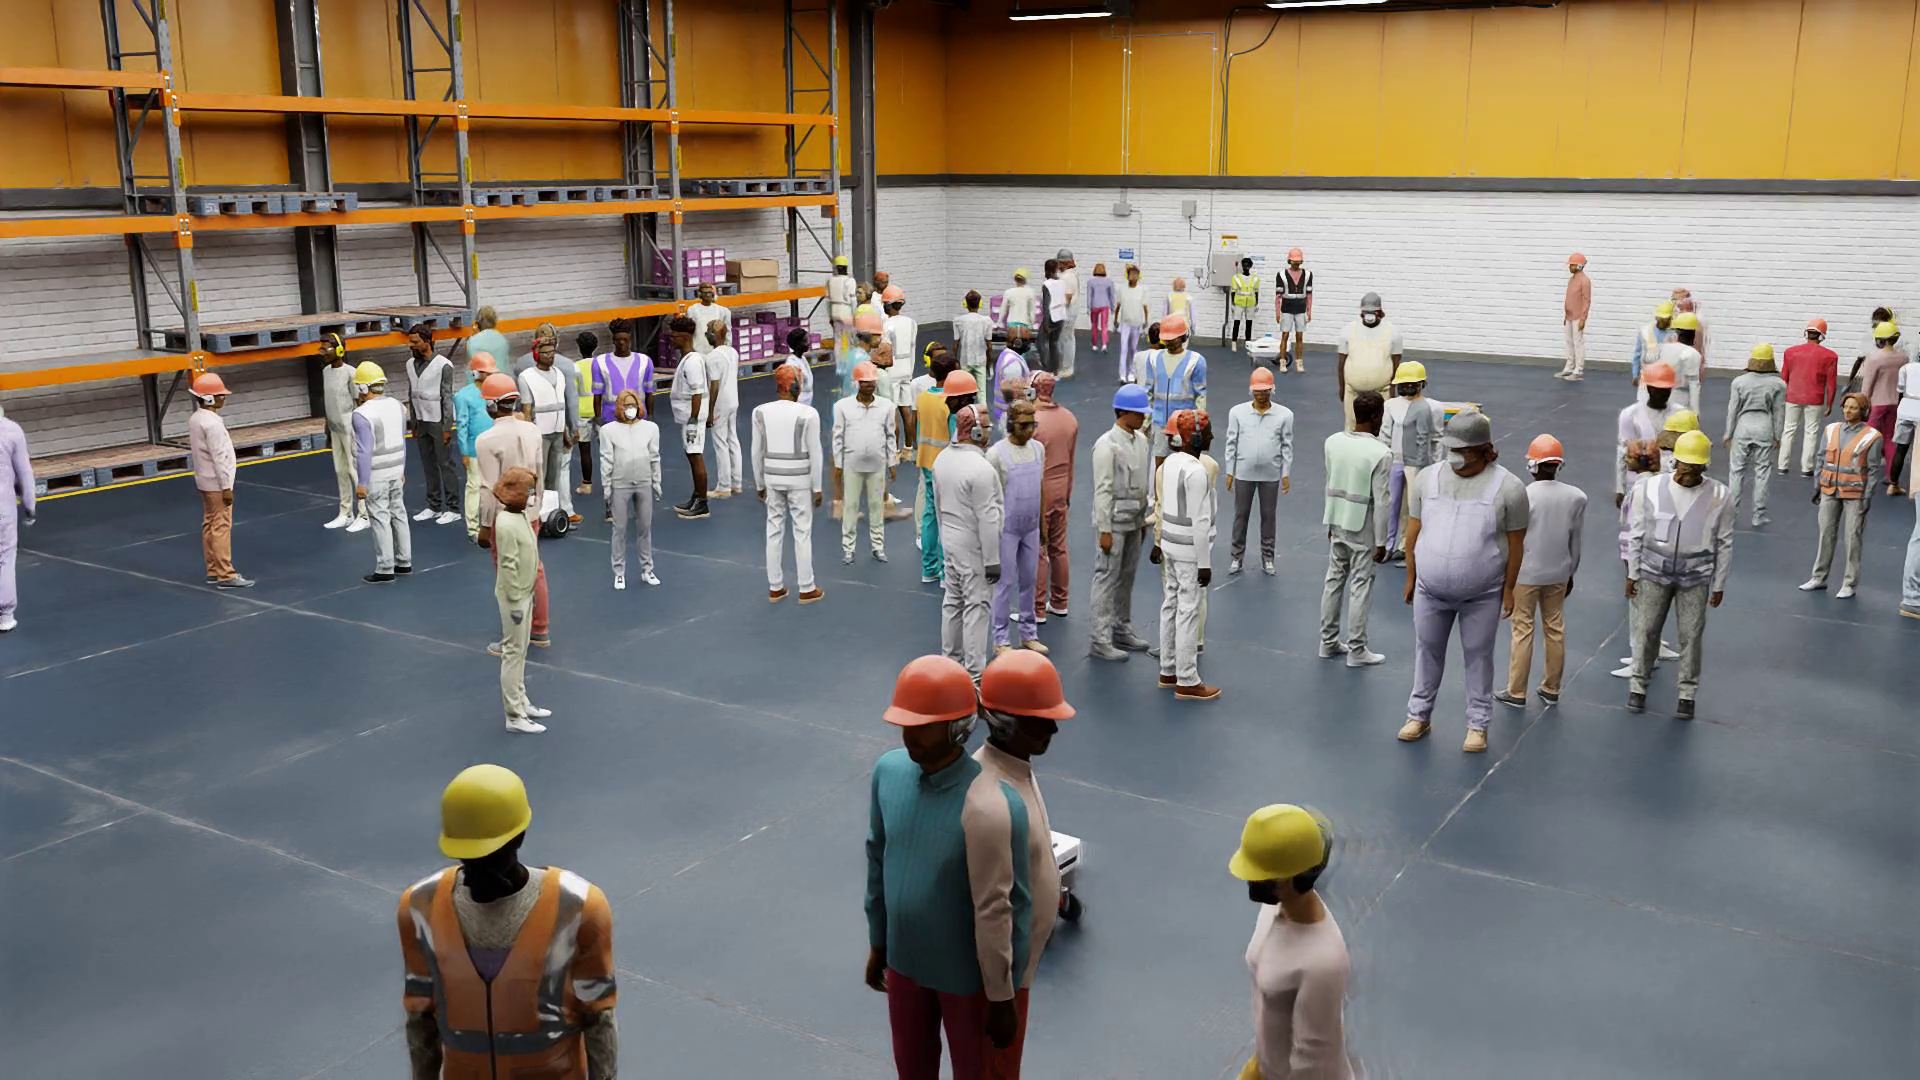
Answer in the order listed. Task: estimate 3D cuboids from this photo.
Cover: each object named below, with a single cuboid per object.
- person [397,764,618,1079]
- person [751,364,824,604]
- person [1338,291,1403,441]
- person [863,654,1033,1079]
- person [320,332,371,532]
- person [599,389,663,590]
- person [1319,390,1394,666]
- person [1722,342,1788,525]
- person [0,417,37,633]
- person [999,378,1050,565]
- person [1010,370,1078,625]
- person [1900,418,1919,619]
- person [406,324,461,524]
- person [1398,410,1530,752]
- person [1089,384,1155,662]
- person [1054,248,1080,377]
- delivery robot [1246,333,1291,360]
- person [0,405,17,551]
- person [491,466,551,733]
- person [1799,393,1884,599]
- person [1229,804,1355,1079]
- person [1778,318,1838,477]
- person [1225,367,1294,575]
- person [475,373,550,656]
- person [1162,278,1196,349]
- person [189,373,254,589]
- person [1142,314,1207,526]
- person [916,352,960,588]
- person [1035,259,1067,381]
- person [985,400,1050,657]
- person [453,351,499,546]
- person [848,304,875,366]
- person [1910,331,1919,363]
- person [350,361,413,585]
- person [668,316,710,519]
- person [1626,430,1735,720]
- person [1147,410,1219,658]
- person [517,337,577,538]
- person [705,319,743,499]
[{"bbox_3d":[-1.221,1.510,4.534,0.589,1.918,0.403,1,13,4],"label":"person"},{"bbox_3d":[-1.343,-0.433,13.027,0.574,1.884,0.357,4,14,17],"label":"person"},{"bbox_3d":[4.474,-1.707,18.210,0.684,2.000,0.536,4,14,17],"label":"person"},{"bbox_3d":[-0.063,1.314,5.204,0.613,1.995,0.390,10,17,38],"label":"person"},{"bbox_3d":[-5.772,-1.006,15.557,0.518,1.866,0.323,9,16,33],"label":"person"},{"bbox_3d":[-2.663,-0.419,13.515,0.500,1.633,0.279,-7,15,-27],"label":"person"},{"bbox_3d":[2.721,-0.077,11.438,0.397,1.911,0.579,-8,15,-31],"label":"person"},{"bbox_3d":[7.549,-1.005,15.830,0.532,1.740,0.307,5,14,22],"label":"person"},{"bbox_3d":[-7.196,-0.265,12.281,0.681,1.887,0.572,-6,14,-26],"label":"person"},{"bbox_3d":[0.458,-0.590,14.328,0.829,1.592,0.524,9,16,35],"label":"person"},{"bbox_3d":[0.595,-0.322,12.497,0.402,1.906,0.652,11,17,40],"label":"person"},{"bbox_3d":[7.412,-0.396,12.625,0.375,1.995,0.610,8,15,32],"label":"person"},{"bbox_3d":[-5.053,-1.119,15.952,0.586,1.913,0.394,8,15,31],"label":"person"},{"bbox_3d":[2.927,0.237,9.777,0.688,2.000,0.536,8,15,30],"label":"person"},{"bbox_3d":[1.137,-0.128,11.595,0.418,1.938,0.610,9,16,34],"label":"person"},{"bbox_3d":[1.634,-3.622,26.515,0.536,2.000,0.676,3,13,12],"label":"person"},{"bbox_3d":[5.151,-3.219,27.820,0.707,0.478,0.477,0,13,-2],"label":"delivery robot"},{"bbox_3d":[-8.553,-0.650,14.501,0.512,1.642,0.311,-9,16,-36],"label":"person"},{"bbox_3d":[-2.688,0.354,10.162,0.279,1.633,0.497,-1,13,-5],"label":"person"},{"bbox_3d":[7.045,-0.363,13.250,0.307,1.645,0.514,-8,15,-30],"label":"person"},{"bbox_3d":[0.891,1.551,4.723,0.581,1.733,0.543,-1,13,-6],"label":"person"},{"bbox_3d":[9.289,-1.560,18.241,0.573,1.738,0.352,9,16,35],"label":"person"},{"bbox_3d":[2.494,-0.574,13.926,0.559,1.752,0.325,2,13,8],"label":"person"},{"bbox_3d":[-3.161,-0.175,11.666,0.396,1.993,0.617,7,15,26],"label":"person"},{"bbox_3d":[3.483,-3.381,26.494,0.531,1.579,0.921,2,13,10],"label":"person"},{"bbox_3d":[-6.034,-0.482,13.524,0.327,1.752,0.563,-11,17,-39],"label":"person"},{"bbox_3d":[1.989,-1.108,15.620,0.615,2.035,0.394,7,15,29],"label":"person"},{"bbox_3d":[-0.143,-0.567,13.535,0.392,1.919,0.590,-9,16,-35],"label":"person"},{"bbox_3d":[1.422,-3.425,25.956,0.468,1.899,0.595,10,16,36],"label":"person"},{"bbox_3d":[0.398,-0.068,11.561,0.511,1.836,0.357,-10,16,-36],"label":"person"},{"bbox_3d":[-4.291,-0.836,15.067,0.347,1.748,0.565,9,16,33],"label":"person"},{"bbox_3d":[-1.145,-1.940,19.871,0.315,1.743,0.487,-9,16,-35],"label":"person"},{"bbox_3d":[12.109,-2.105,20.660,0.486,1.707,0.864,0,13,-2],"label":"person"},{"bbox_3d":[-4.766,-0.548,13.639,0.403,1.830,0.598,4,14,16],"label":"person"},{"bbox_3d":[-2.623,-1.190,16.130,0.362,1.963,0.613,-3,13,-13],"label":"person"},{"bbox_3d":[4.473,0.213,10.370,0.595,1.824,0.403,7,15,27],"label":"person"},{"bbox_3d":[1.534,-0.034,11.585,0.567,1.749,0.334,-11,17,-40],"label":"person"},{"bbox_3d":[-3.838,-0.962,15.405,0.390,1.846,0.564,6,14,25],"label":"person"},{"bbox_3d":[-2.440,-1.337,17.032,0.325,1.843,0.517,6,14,23],"label":"person"}]
